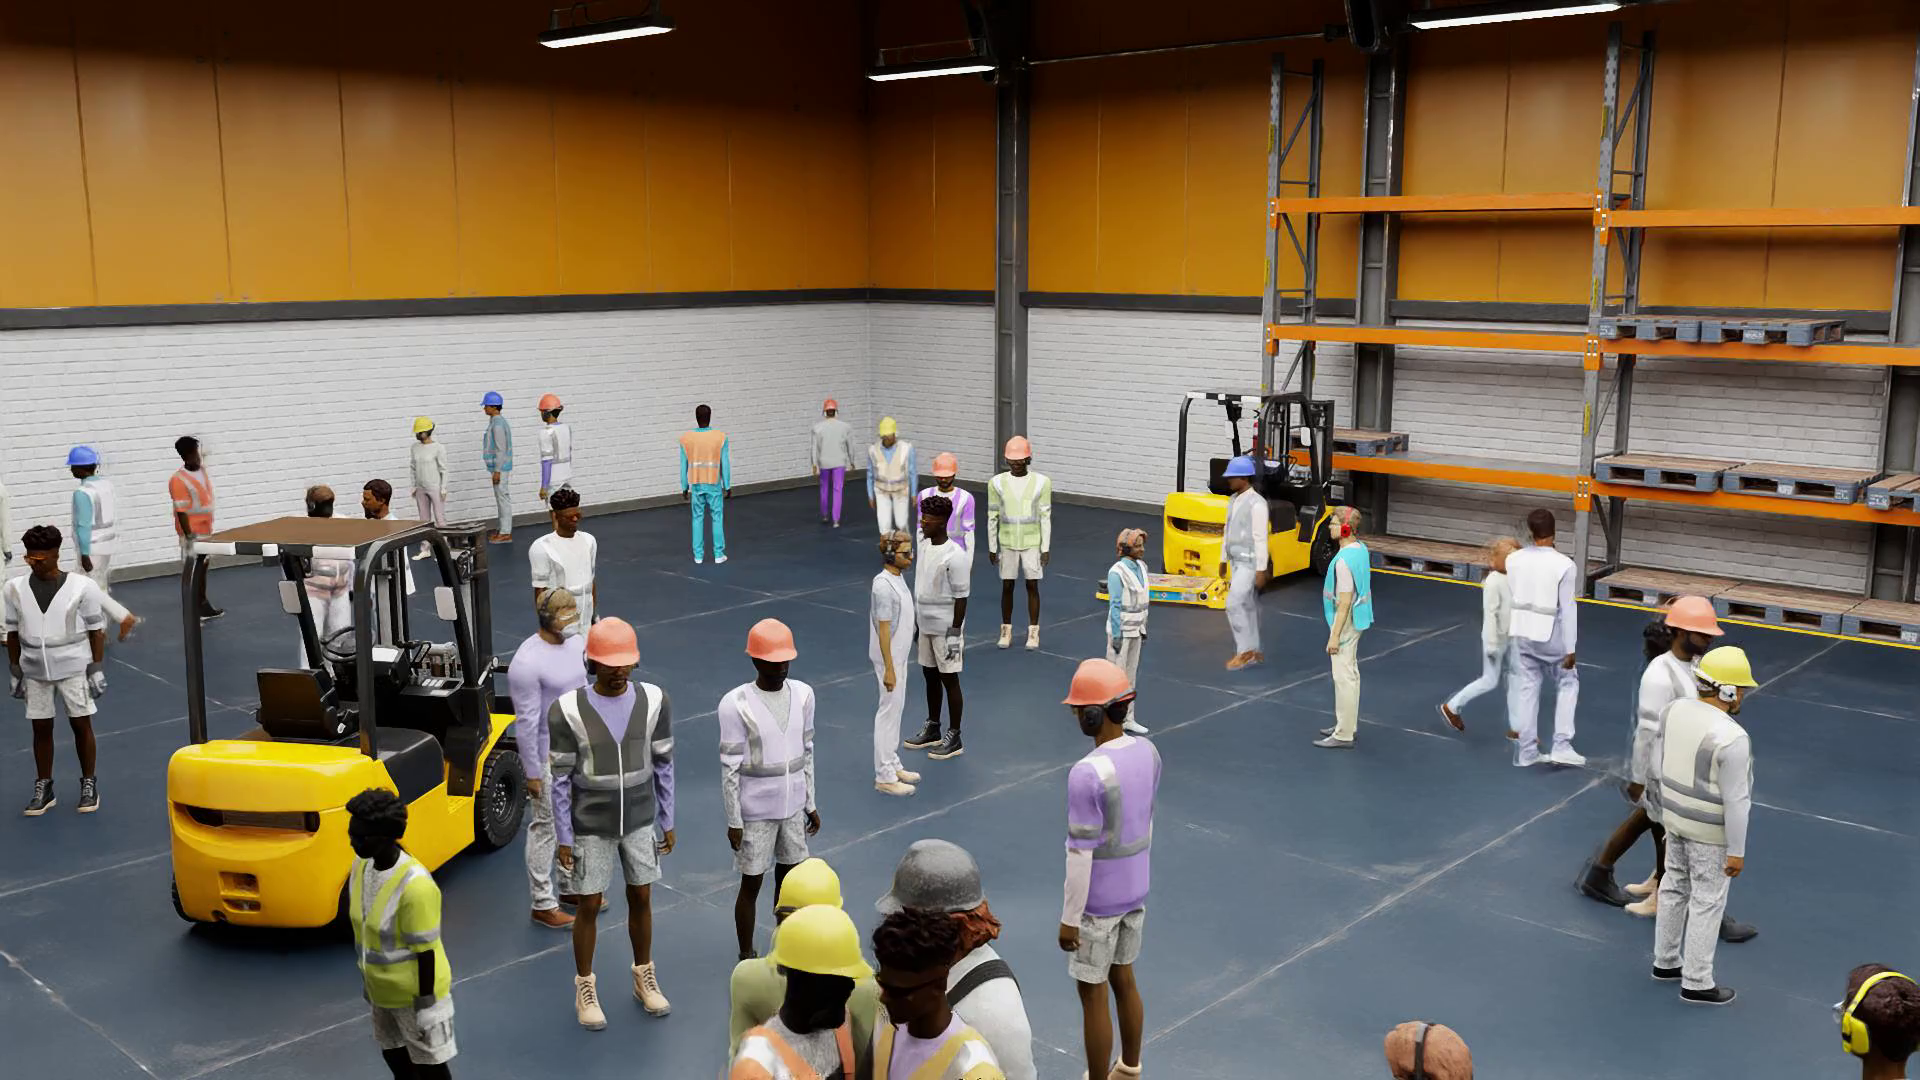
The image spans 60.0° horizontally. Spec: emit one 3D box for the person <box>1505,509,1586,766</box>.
[{"bbox_3d":[4.273,0.719,12.132,0.554,1.882,0.631,-7,12,-33],"label":"person"}]

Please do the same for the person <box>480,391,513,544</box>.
[{"bbox_3d":[-5.919,-0.931,21.306,0.387,1.948,0.602,-3,10,-16],"label":"person"}]

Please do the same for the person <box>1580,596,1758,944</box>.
[{"bbox_3d":[3.953,1.224,9.239,0.994,1.890,0.547,8,13,39],"label":"person"}]

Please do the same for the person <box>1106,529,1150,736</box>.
[{"bbox_3d":[1.289,0.718,12.793,0.314,1.641,0.515,6,12,32],"label":"person"}]

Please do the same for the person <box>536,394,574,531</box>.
[{"bbox_3d":[-4.836,-0.717,19.819,0.391,2.045,0.608,3,10,18],"label":"person"}]

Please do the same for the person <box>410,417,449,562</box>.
[{"bbox_3d":[-6.400,-0.610,20.025,0.526,1.760,0.337,4,11,23],"label":"person"}]

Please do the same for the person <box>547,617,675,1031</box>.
[{"bbox_3d":[-1.658,1.360,8.038,0.603,2.034,0.417,-5,11,-27],"label":"person"}]

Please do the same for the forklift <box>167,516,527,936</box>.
[{"bbox_3d":[-3.583,0.976,9.748,1.214,2.155,2.313,2,10,11],"label":"forklift"}]

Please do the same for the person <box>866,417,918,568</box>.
[{"bbox_3d":[-0.800,-0.589,19.773,0.623,1.805,0.655,1,10,7],"label":"person"}]

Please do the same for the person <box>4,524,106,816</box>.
[{"bbox_3d":[-6.022,0.859,11.080,0.601,1.961,0.372,-2,10,-10],"label":"person"}]

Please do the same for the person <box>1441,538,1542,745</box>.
[{"bbox_3d":[4.083,0.750,12.716,0.516,1.604,0.702,-10,14,-44],"label":"person"}]

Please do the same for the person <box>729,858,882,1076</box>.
[{"bbox_3d":[-0.499,1.923,5.576,0.533,1.767,0.312,2,10,9],"label":"person"}]

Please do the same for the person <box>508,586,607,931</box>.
[{"bbox_3d":[-2.243,1.198,9.252,0.379,1.931,0.635,4,11,19],"label":"person"}]

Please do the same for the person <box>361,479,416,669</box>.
[{"bbox_3d":[-4.649,0.452,13.519,0.392,1.920,0.587,-7,12,-35],"label":"person"}]

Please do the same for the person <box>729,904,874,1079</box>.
[{"bbox_3d":[-0.501,2.001,4.808,0.401,1.900,0.779,4,11,23],"label":"person"}]

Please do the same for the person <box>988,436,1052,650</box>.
[{"bbox_3d":[0.553,0.034,15.592,0.601,2.036,0.404,1,10,8],"label":"person"}]

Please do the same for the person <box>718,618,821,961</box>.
[{"bbox_3d":[-0.940,1.342,8.398,0.545,1.938,0.360,-8,13,-39],"label":"person"}]

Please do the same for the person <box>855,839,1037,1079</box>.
[{"bbox_3d":[-0.078,1.881,5.035,0.535,2.000,0.688,-4,11,-20],"label":"person"}]

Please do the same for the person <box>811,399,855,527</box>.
[{"bbox_3d":[-1.735,-1.072,22.789,0.585,1.711,0.864,0,10,1],"label":"person"}]

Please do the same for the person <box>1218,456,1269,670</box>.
[{"bbox_3d":[2.500,0.209,14.872,0.573,1.924,0.641,-3,10,-14],"label":"person"}]

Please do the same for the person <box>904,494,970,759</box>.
[{"bbox_3d":[-0.165,0.633,12.354,0.367,1.966,0.606,-7,12,-33],"label":"person"}]

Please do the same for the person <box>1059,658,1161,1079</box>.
[{"bbox_3d":[0.610,1.511,7.180,0.412,2.033,0.613,7,12,35],"label":"person"}]

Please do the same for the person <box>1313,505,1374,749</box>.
[{"bbox_3d":[2.912,0.656,12.550,0.390,1.850,0.565,4,11,22],"label":"person"}]

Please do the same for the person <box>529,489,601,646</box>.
[{"bbox_3d":[-2.975,0.579,12.658,0.367,1.966,0.606,7,12,34],"label":"person"}]

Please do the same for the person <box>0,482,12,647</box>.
[{"bbox_3d":[-9.248,0.091,15.606,0.643,1.910,0.400,-8,13,-39],"label":"person"}]

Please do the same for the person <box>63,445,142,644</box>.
[{"bbox_3d":[-8.116,0.063,15.695,0.626,1.930,0.621,-1,10,-4],"label":"person"}]

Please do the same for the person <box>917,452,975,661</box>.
[{"bbox_3d":[-0.137,0.156,15.187,0.544,1.929,0.388,2,10,13],"label":"person"}]

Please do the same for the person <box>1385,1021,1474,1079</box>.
[{"bbox_3d":[1.321,2.139,4.711,0.308,1.639,0.511,7,12,34],"label":"person"}]

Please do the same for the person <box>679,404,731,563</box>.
[{"bbox_3d":[-3.047,-0.664,19.905,0.598,1.908,0.401,0,10,1],"label":"person"}]

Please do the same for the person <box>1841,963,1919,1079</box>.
[{"bbox_3d":[2.451,2.060,4.536,0.506,1.864,0.332,-2,10,-9],"label":"person"}]

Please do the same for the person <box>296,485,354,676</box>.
[{"bbox_3d":[-5.380,0.427,13.977,0.518,1.813,0.639,6,12,32],"label":"person"}]

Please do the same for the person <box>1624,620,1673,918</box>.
[{"bbox_3d":[3.954,1.287,9.387,0.322,1.699,0.535,5,11,26],"label":"person"}]

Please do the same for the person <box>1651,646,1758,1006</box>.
[{"bbox_3d":[3.722,1.419,8.305,0.403,1.819,0.601,-2,10,-13],"label":"person"}]

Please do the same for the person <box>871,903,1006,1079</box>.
[{"bbox_3d":[-0.081,1.970,4.788,0.391,1.956,0.643,-5,11,-27],"label":"person"}]

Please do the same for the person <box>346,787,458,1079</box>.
[{"bbox_3d":[-2.219,1.785,6.616,0.545,1.684,0.333,8,13,39],"label":"person"}]

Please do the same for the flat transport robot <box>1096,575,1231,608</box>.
[{"bbox_3d":[2.231,0.526,17.785,1.431,0.197,0.652,4,11,20],"label":"flat transport robot"}]

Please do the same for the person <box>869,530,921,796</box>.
[{"bbox_3d":[-0.453,0.839,11.522,0.334,1.845,0.513,1,10,7],"label":"person"}]

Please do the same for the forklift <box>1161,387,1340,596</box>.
[{"bbox_3d":[3.298,-0.608,18.767,1.214,2.155,2.313,9,13,42],"label":"forklift"}]

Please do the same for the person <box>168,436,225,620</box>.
[{"bbox_3d":[-7.646,-0.104,16.678,0.370,1.929,0.731,0,10,-1],"label":"person"}]
